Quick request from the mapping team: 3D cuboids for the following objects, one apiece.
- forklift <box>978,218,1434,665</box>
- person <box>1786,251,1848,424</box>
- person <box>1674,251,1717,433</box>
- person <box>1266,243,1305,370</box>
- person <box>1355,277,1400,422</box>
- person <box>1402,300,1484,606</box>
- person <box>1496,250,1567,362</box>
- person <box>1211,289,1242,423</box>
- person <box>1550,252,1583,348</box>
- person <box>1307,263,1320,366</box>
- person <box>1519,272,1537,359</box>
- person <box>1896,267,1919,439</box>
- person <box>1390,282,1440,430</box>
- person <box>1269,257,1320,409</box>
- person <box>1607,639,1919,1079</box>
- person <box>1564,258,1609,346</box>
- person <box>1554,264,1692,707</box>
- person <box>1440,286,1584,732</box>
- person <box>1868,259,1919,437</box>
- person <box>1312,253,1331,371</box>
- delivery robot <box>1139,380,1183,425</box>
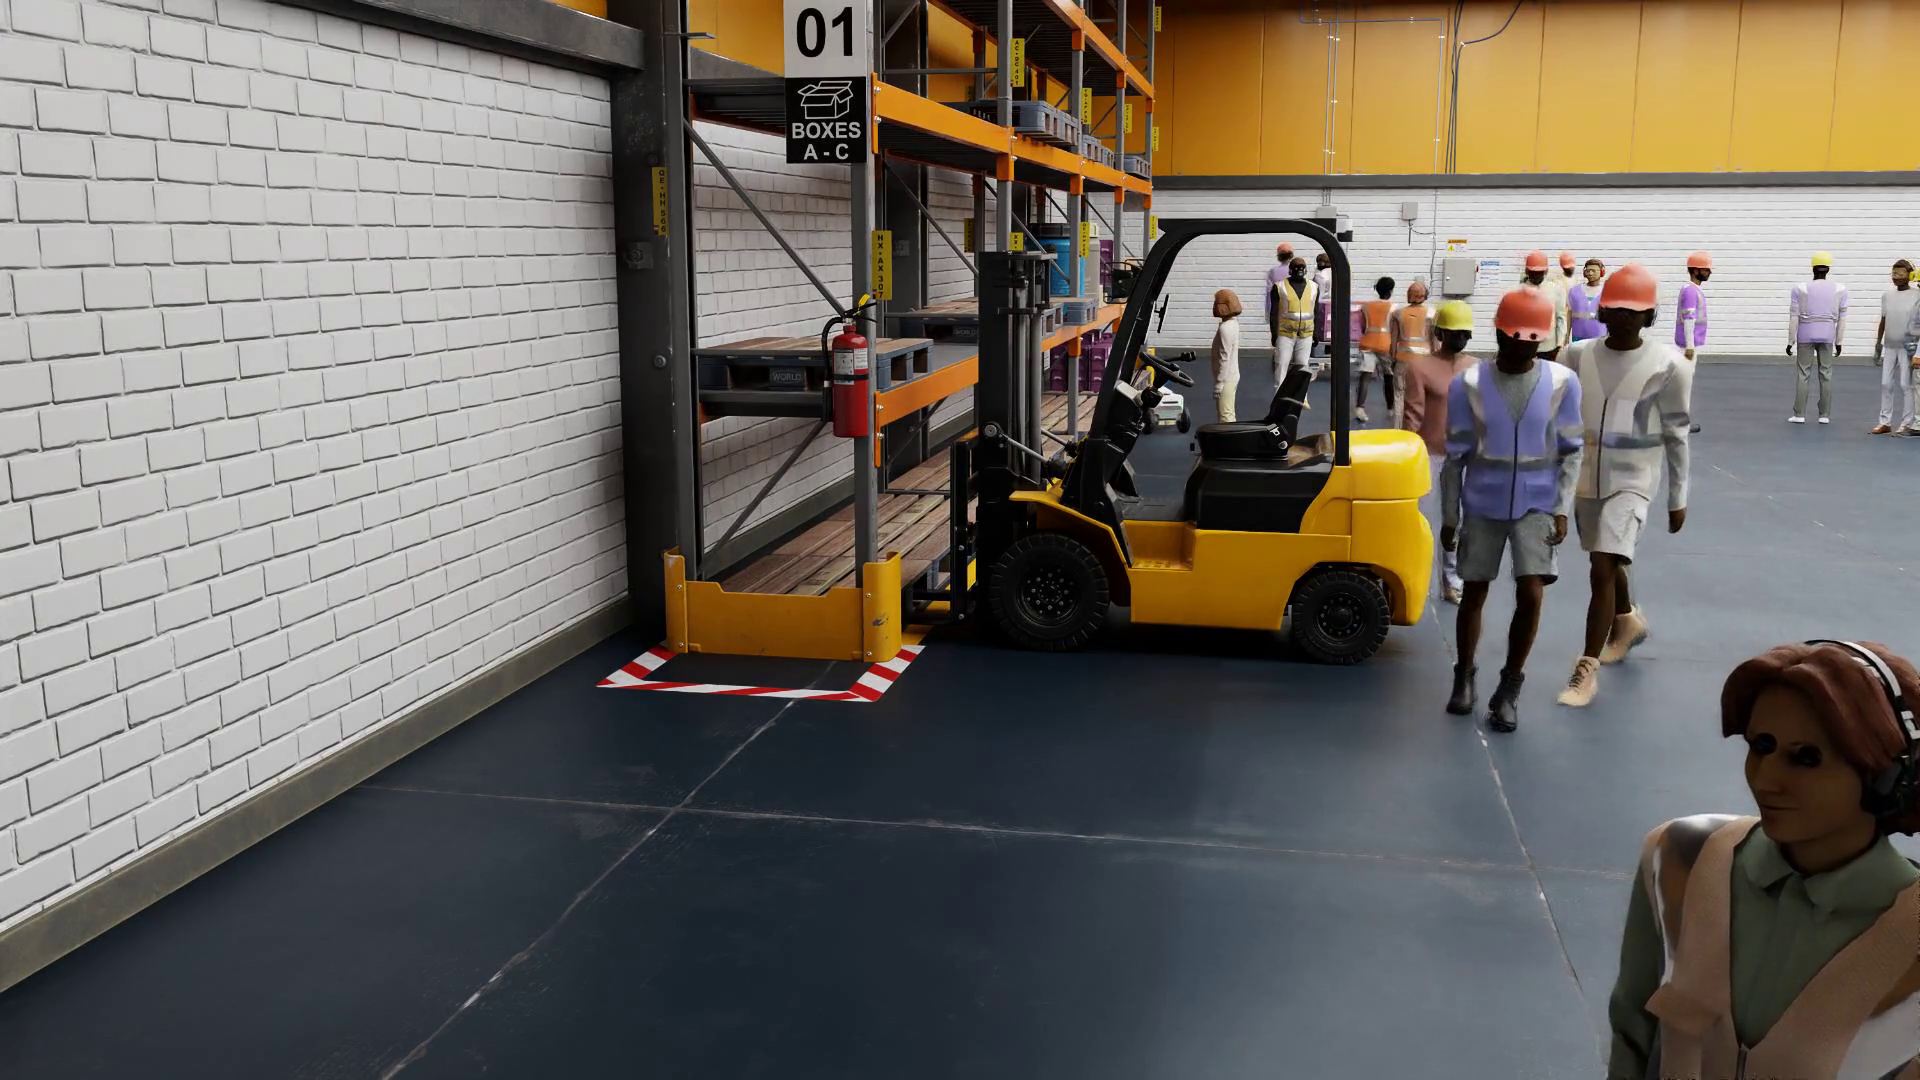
[{"bbox_3d":[1.285,-0.567,8.635,2.313,2.155,1.214,2,11,11],"label":"forklift"},{"bbox_3d":[9.574,-2.257,18.630,0.589,1.927,0.388,3,11,14],"label":"person"},{"bbox_3d":[7.885,-2.127,17.891,0.364,1.935,0.553,5,11,25],"label":"person"},{"bbox_3d":[5.004,-3.591,25.752,0.622,2.005,0.893,7,12,32],"label":"person"},{"bbox_3d":[4.755,-2.163,18.916,0.522,1.638,0.952,6,12,32],"label":"person"},{"bbox_3d":[2.749,-0.520,9.631,0.528,1.744,0.693,-2,11,-13],"label":"person"},{"bbox_3d":[5.999,-2.009,17.245,0.824,1.950,0.579,2,11,12],"label":"person"},{"bbox_3d":[2.316,-1.378,14.609,0.284,1.636,0.500,3,11,15],"label":"person"},{"bbox_3d":[8.675,-3.188,23.925,0.589,1.883,0.817,-5,12,-26],"label":"person"},{"bbox_3d":[5.846,-3.607,26.655,0.502,1.700,0.554,6,12,29],"label":"person"},{"bbox_3d":[6.335,-2.191,18.822,0.550,1.707,0.831,-9,14,-40],"label":"person"},{"bbox_3d":[10.029,-1.961,17.295,0.403,1.824,0.586,9,14,40],"label":"person"},{"bbox_3d":[4.655,-1.823,17.061,0.516,1.636,0.314,6,12,31],"label":"person"},{"bbox_3d":[4.071,-2.502,20.214,0.623,1.844,0.429,-1,10,-6],"label":"person"},{"bbox_3d":[1.004,0.916,2.023,0.315,1.641,0.515,-6,12,-31],"label":"person"},{"bbox_3d":[7.174,-2.273,18.942,0.564,1.846,0.390,6,12,30],"label":"person"},{"bbox_3d":[3.063,-0.274,7.710,1.104,1.996,0.630,-10,14,-44],"label":"person"},{"bbox_3d":[2.340,-0.130,7.101,0.564,1.883,0.669,2,11,13],"label":"person"},{"bbox_3d":[9.865,-2.009,17.487,0.330,1.857,0.502,-5,12,-27],"label":"person"},{"bbox_3d":[5.704,-3.579,26.133,0.429,1.838,0.622,10,14,42],"label":"person"},{"bbox_3d":[2.119,-1.483,17.895,0.477,0.478,0.707,-3,11,-17],"label":"delivery robot"}]
